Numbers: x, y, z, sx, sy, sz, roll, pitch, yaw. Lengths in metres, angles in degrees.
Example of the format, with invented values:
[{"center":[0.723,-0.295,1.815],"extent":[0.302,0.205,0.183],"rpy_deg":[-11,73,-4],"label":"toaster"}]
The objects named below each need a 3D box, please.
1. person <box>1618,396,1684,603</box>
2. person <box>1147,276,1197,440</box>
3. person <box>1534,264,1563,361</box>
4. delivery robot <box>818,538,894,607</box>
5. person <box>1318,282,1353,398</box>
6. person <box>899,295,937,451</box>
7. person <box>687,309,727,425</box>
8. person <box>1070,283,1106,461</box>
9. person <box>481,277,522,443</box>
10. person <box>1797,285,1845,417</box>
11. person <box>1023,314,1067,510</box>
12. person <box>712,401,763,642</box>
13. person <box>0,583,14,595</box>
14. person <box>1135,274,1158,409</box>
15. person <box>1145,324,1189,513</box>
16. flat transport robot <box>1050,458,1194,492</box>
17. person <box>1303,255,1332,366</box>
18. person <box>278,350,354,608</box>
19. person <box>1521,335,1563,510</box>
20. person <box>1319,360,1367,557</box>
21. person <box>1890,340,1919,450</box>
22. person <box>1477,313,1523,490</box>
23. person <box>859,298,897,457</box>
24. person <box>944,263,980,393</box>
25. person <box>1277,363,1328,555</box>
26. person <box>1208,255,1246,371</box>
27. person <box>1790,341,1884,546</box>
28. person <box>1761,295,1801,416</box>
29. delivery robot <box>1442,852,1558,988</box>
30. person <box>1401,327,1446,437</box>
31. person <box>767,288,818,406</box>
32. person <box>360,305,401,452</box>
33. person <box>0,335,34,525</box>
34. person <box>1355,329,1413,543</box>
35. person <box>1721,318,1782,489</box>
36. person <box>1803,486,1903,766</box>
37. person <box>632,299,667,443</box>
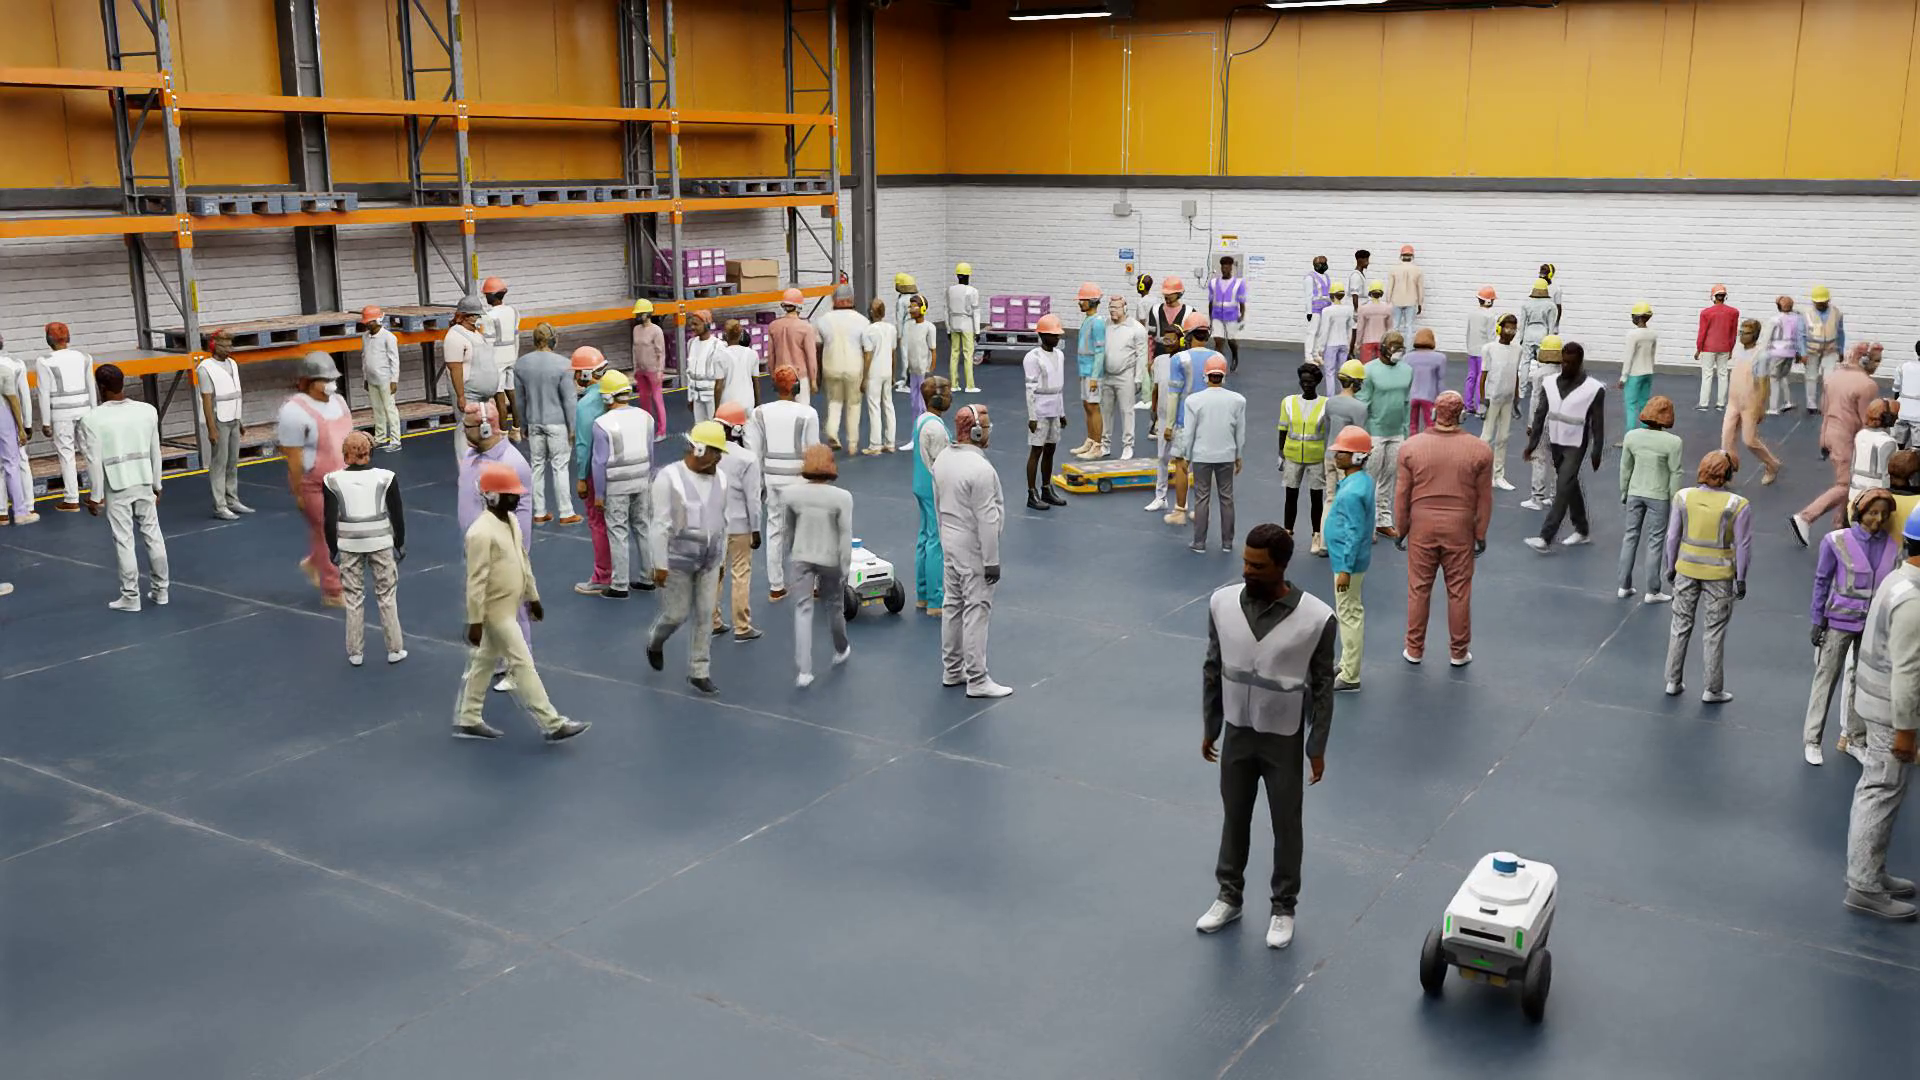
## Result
[{"center":[5.433,-0.321,13.091],"extent":[0.276,1.632,0.507],"rpy_deg":[-10,16,-37],"label":"person"},{"center":[2.595,-2.225,20.464],"extent":[0.605,2.038,0.394],"rpy_deg":[4,14,17],"label":"person"},{"center":[8.957,-3.293,25.478],"extent":[0.329,1.865,0.513],"rpy_deg":[-8,15,-32],"label":"person"},{"center":[-0.812,0.232,12.851],"extent":[0.477,0.478,0.707],"rpy_deg":[-8,15,-31],"label":"delivery robot"},{"center":[5.194,-2.686,23.077],"extent":[0.538,1.764,0.346],"rpy_deg":[-6,14,-26],"label":"person"},{"center":[-0.486,-1.955,19.662],"extent":[0.329,1.872,0.511],"rpy_deg":[-10,16,-37],"label":"person"},{"center":[-2.693,-1.510,17.700],"extent":[0.576,1.881,0.352],"rpy_deg":[11,17,39],"label":"person"},{"center":[1.488,-1.943,19.230],"extent":[0.373,2.043,0.615],"rpy_deg":[-2,13,-9],"label":"person"},{"center":[-5.585,-2.156,20.157],"extent":[0.380,2.042,0.607],"rpy_deg":[5,14,22],"label":"person"},{"center":[11.541,-2.507,22.250],"extent":[0.667,1.783,0.742],"rpy_deg":[2,13,9],"label":"person"},{"center":[0.872,-1.275,16.563],"extent":[0.359,1.939,0.542],"rpy_deg":[11,17,39],"label":"person"},{"center":[-1.657,-0.136,12.048],"extent":[0.569,1.743,0.350],"rpy_deg":[7,15,29],"label":"person"},{"center":[-7.931,-0.517,13.171],"extent":[0.609,1.985,0.398],"rpy_deg":[3,13,14],"label":"person"},{"center":[2.561,-2.757,23.136],"extent":[0.335,1.873,0.520],"rpy_deg":[8,15,32],"label":"person"},{"center":[2.085,-1.186,16.327],"extent":[0.532,1.870,0.316],"rpy_deg":[9,16,34],"label":"person"},{"center":[1.724,-0.699,17.714],"extent":[1.431,0.197,0.652],"rpy_deg":[-4,14,-17],"label":"flat transport robot"},{"center":[6.004,-3.836,27.874],"extent":[0.429,1.846,0.633],"rpy_deg":[12,17,41],"label":"person"},{"center":[-4.913,-0.477,12.876],"extent":[0.603,2.000,0.706],"rpy_deg":[4,13,15],"label":"person"},{"center":[5.848,-1.172,16.564],"extent":[0.480,1.734,0.334],"rpy_deg":[-7,15,-27],"label":"person"},{"center":[3.334,-0.677,14.374],"extent":[0.340,1.760,0.530],"rpy_deg":[-6,14,-24],"label":"person"},{"center":[9.764,-1.248,16.998],"extent":[0.319,1.688,0.540],"rpy_deg":[-6,14,-26],"label":"person"},{"center":[5.664,-1.438,17.427],"extent":[0.511,1.869,0.329],"rpy_deg":[-5,14,-19],"label":"person"},{"center":[-0.959,-1.901,19.479],"extent":[0.329,1.844,0.518],"rpy_deg":[13,18,43],"label":"person"},{"center":[0.043,-3.138,24.667],"extent":[0.587,1.928,0.363],"rpy_deg":[7,15,28],"label":"person"},{"center":[3.051,-0.717,14.669],"extent":[0.535,1.697,0.318],"rpy_deg":[6,14,23],"label":"person"},{"center":[4.240,-3.556,26.442],"extent":[0.611,1.945,0.725],"rpy_deg":[5,14,22],"label":"person"},{"center":[7.889,-0.855,14.880],"extent":[0.768,1.870,0.660],"rpy_deg":[1,13,4],"label":"person"},{"center":[11.140,-2.498,22.559],"extent":[0.550,1.621,0.362],"rpy_deg":[-3,13,-14],"label":"person"},{"center":[2.300,1.567,7.060],"extent":[0.477,0.478,0.707],"rpy_deg":[8,15,30],"label":"delivery robot"},{"center":[5.113,-1.556,18.460],"extent":[0.509,1.611,0.535],"rpy_deg":[6,14,24],"label":"person"},{"center":[-1.900,-1.881,19.059],"extent":[0.623,1.995,0.384],"rpy_deg":[6,14,25],"label":"person"},{"center":[-6.917,-1.922,19.778],"extent":[0.572,1.746,0.345],"rpy_deg":[8,15,31],"label":"person"},{"center":[-9.154,-1.087,15.869],"extent":[0.349,1.880,0.584],"rpy_deg":[9,16,35],"label":"person"},{"center":[3.858,-0.946,15.135],"extent":[0.628,1.939,0.373],"rpy_deg":[-7,15,-27],"label":"person"},{"center":[8.280,-1.420,17.446],"extent":[0.738,1.827,0.515],"rpy_deg":[-4,14,-19],"label":"person"},{"center":[5.134,0.498,9.528],"extent":[0.523,1.638,0.309],"rpy_deg":[1,13,4],"label":"person"},{"center":[-3.833,-2.070,20.390],"extent":[0.533,1.767,0.326],"rpy_deg":[10,16,37],"label":"person"}]
